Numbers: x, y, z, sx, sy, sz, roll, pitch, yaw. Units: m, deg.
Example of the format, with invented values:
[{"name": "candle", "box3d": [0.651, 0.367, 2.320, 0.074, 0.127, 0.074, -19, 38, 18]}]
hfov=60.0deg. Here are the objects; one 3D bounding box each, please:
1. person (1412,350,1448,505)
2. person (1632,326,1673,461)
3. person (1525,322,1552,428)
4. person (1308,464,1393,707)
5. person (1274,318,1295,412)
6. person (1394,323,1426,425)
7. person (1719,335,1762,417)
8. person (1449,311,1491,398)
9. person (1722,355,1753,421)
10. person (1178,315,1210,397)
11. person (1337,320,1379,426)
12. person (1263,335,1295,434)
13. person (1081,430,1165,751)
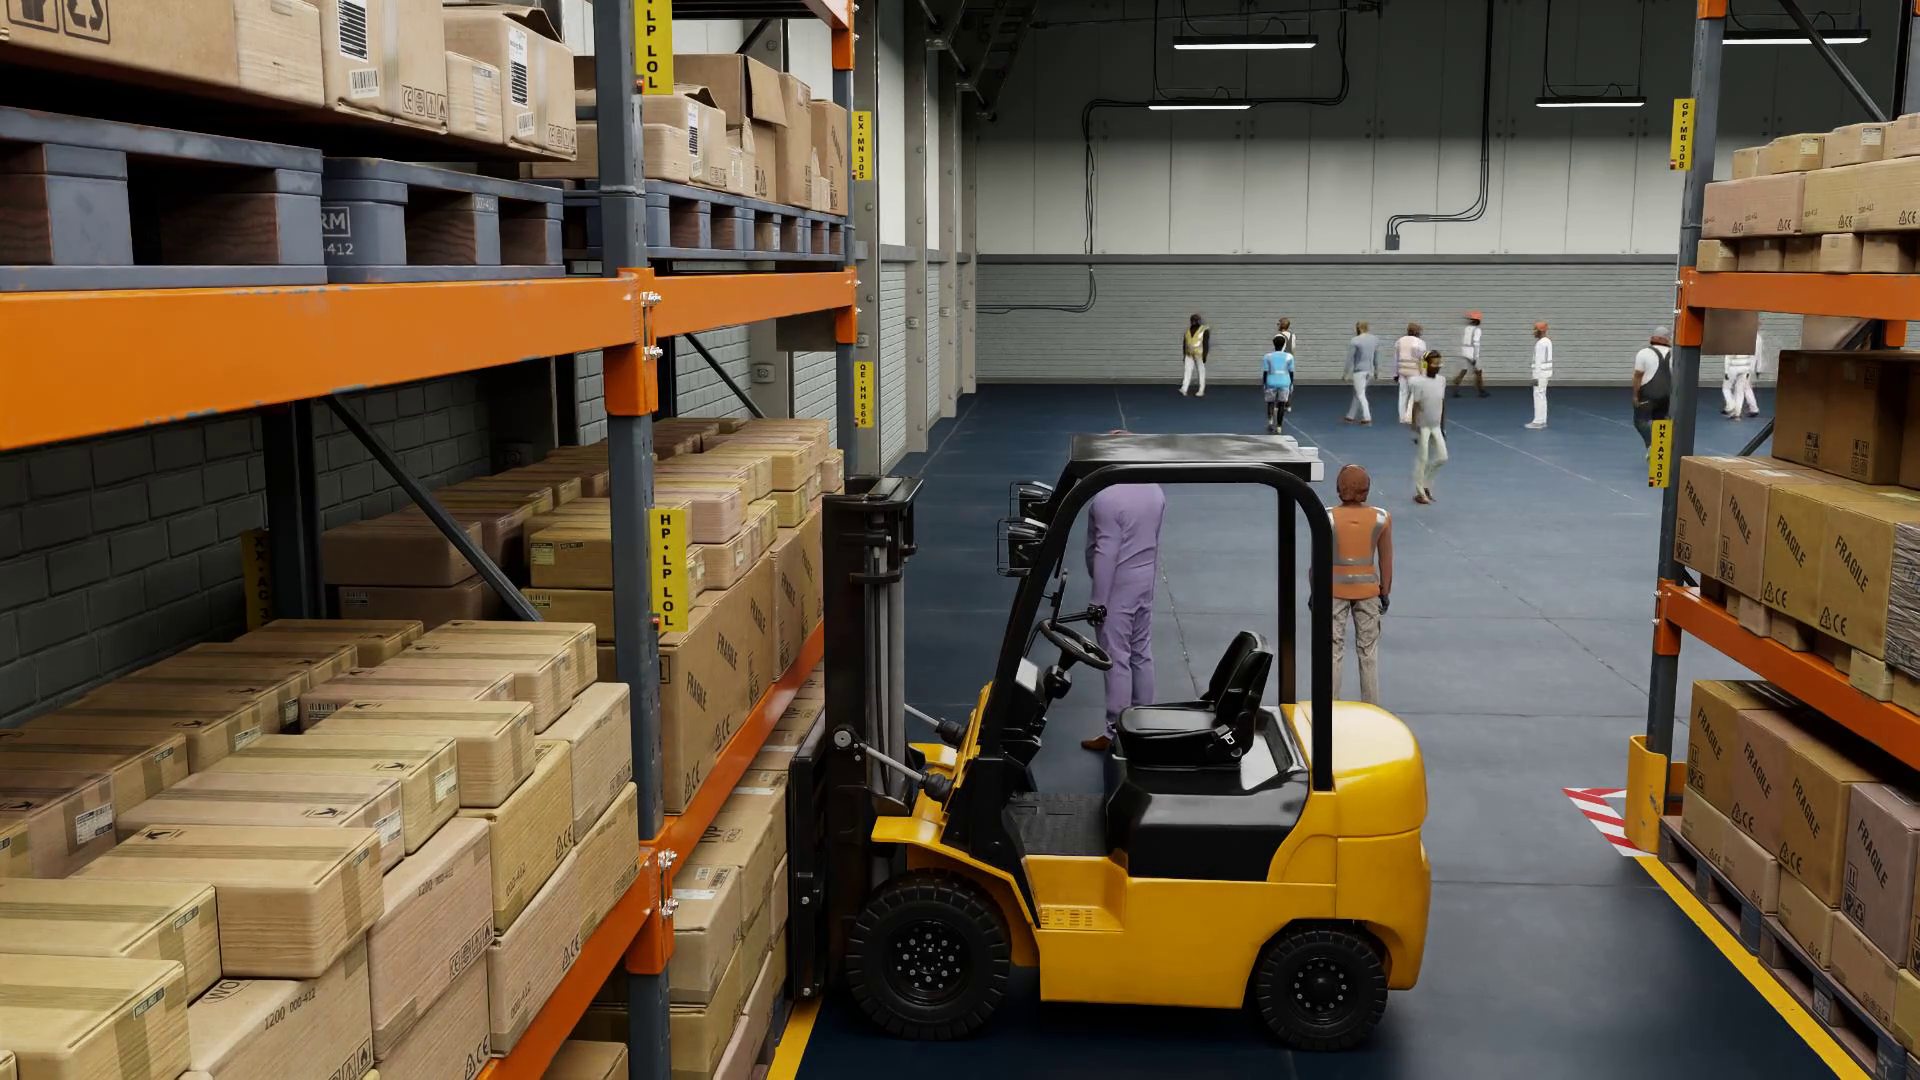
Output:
[{"name": "person", "box3d": [5.633, -1.341, 19.931, 0.563, 1.850, 0.417, -4, 10, -24]}, {"name": "person", "box3d": [10.092, -2.115, 24.059, 0.708, 2.000, 0.725, -1, 9, -6]}, {"name": "person", "box3d": [10.232, -2.901, 29.319, 0.376, 1.876, 0.589, 6, 11, 32]}, {"name": "person", "box3d": [2.422, 0.349, 10.341, 0.522, 1.638, 0.310, 0, 9, 1]}, {"name": "person", "box3d": [6.320, -3.420, 32.556, 0.521, 1.844, 0.345, -6, 11, -33]}, {"name": "person", "box3d": [8.122, -2.999, 30.110, 0.530, 1.826, 0.675, -7, 12, -36]}, {"name": "person", "box3d": [14.885, -3.263, 31.577, 0.656, 1.862, 1.019, -4, 10, -24]}, {"name": "person", "box3d": [11.060, -4.008, 36.001, 0.973, 1.895, 0.548, -4, 10, -23]}, {"name": "person", "box3d": [14.368, -3.134, 30.748, 0.583, 1.866, 0.432, 0, 9, -2]}, {"name": "person", "box3d": [5.113, -4.020, 36.348, 0.650, 1.789, 0.944, 6, 11, 33]}, {"name": "person", "box3d": [7.164, -2.999, 29.890, 0.668, 1.887, 0.828, -7, 12, -35]}, {"name": "person", "box3d": [5.440, -2.652, 28.386, 0.543, 1.679, 0.377, 2, 10, 12]}, {"name": "person", "box3d": [0.936, 0.300, 9.838, 0.402, 1.904, 0.652, 7, 12, 36]}]
